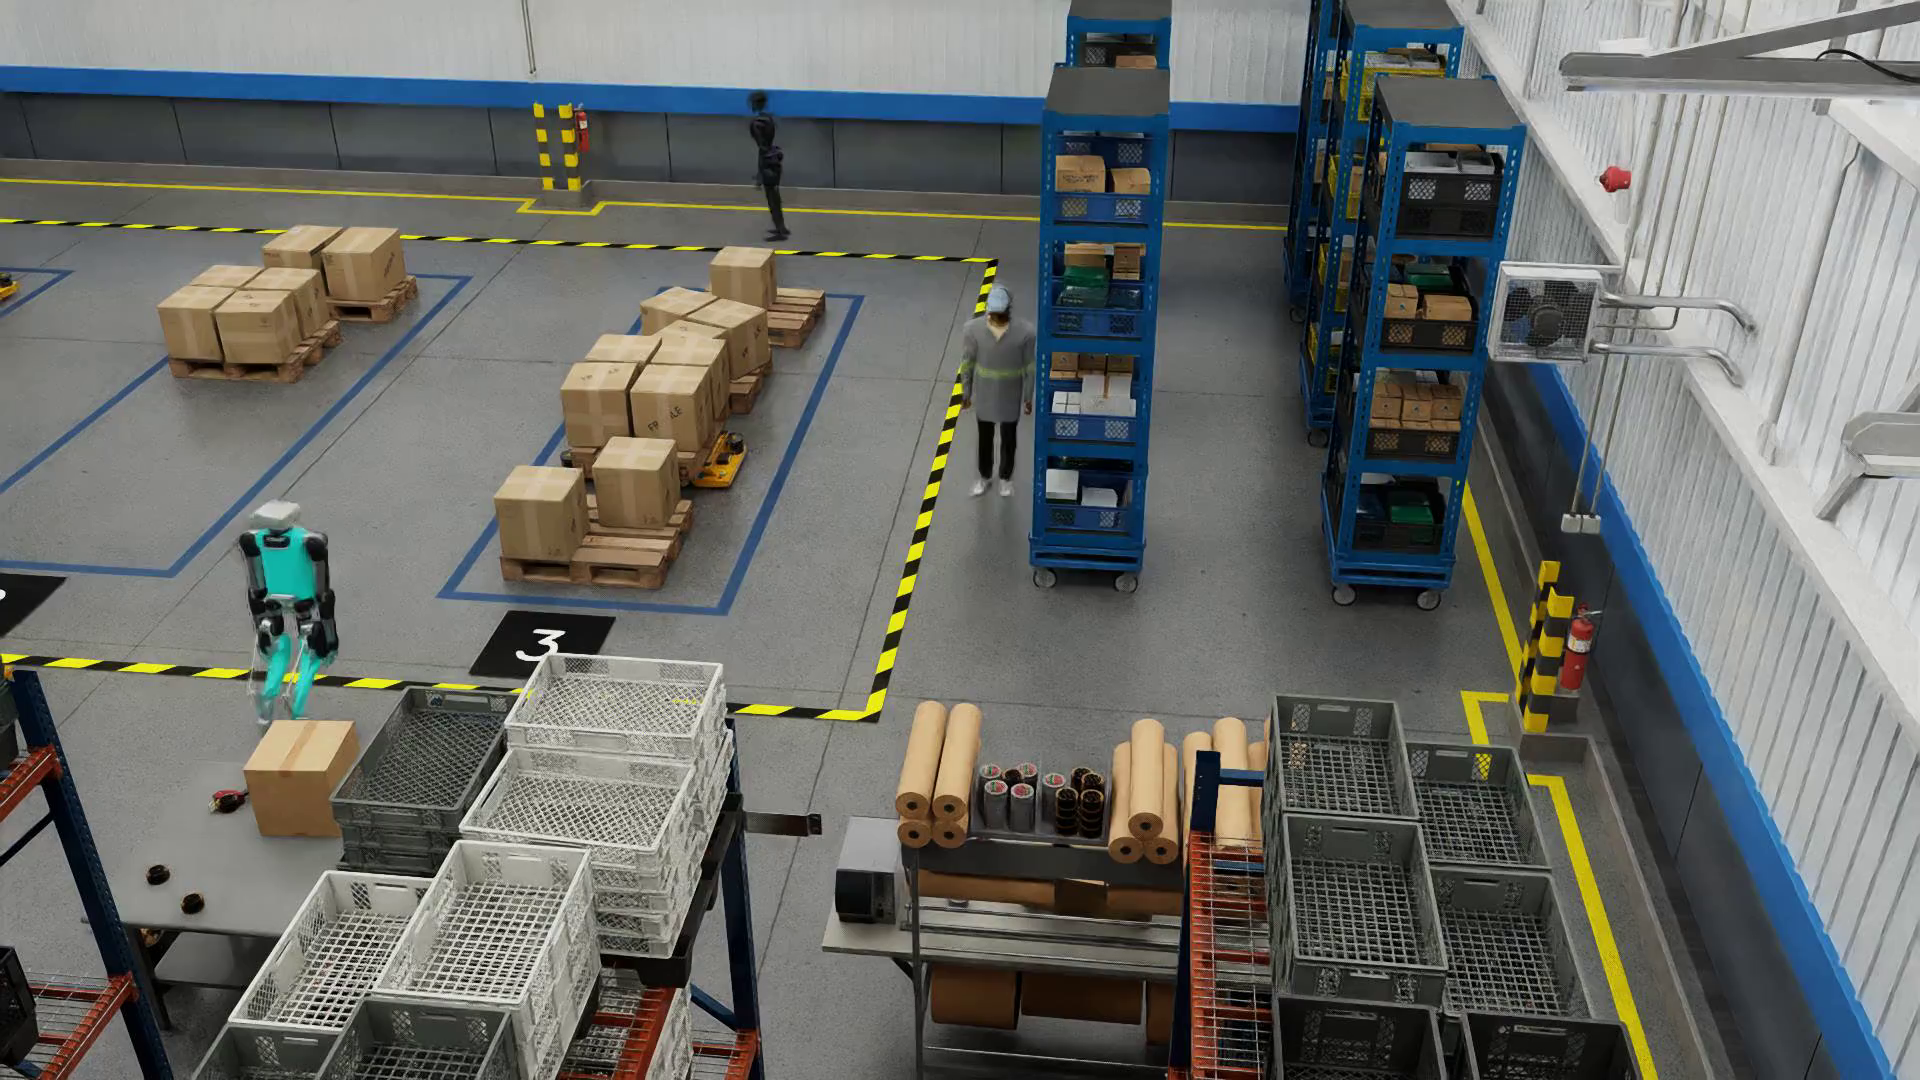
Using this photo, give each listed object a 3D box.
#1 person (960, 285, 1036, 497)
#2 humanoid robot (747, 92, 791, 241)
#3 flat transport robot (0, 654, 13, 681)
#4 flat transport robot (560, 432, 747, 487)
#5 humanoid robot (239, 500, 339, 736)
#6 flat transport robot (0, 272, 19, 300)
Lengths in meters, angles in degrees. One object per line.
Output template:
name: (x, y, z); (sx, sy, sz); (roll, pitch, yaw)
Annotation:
person: (0.290, -1.148, 13.103); (0.600, 1.830, 0.489); (4, 30, 7)
humanoid robot: (-2.117, -4.124, 18.364); (0.405, 1.641, 0.610); (3, 30, 5)
flat transport robot: (-7.142, 0.969, 11.010); (1.431, 0.231, 0.659); (3, 30, 6)
flat transport robot: (-2.554, -0.707, 13.861); (1.431, 0.197, 0.652); (3, 30, 6)
humanoid robot: (-4.063, 0.669, 9.992); (0.531, 1.691, 0.803); (3, 30, 6)
flat transport robot: (-10.544, -2.579, 17.075); (1.431, 0.197, 0.652); (3, 30, 6)
